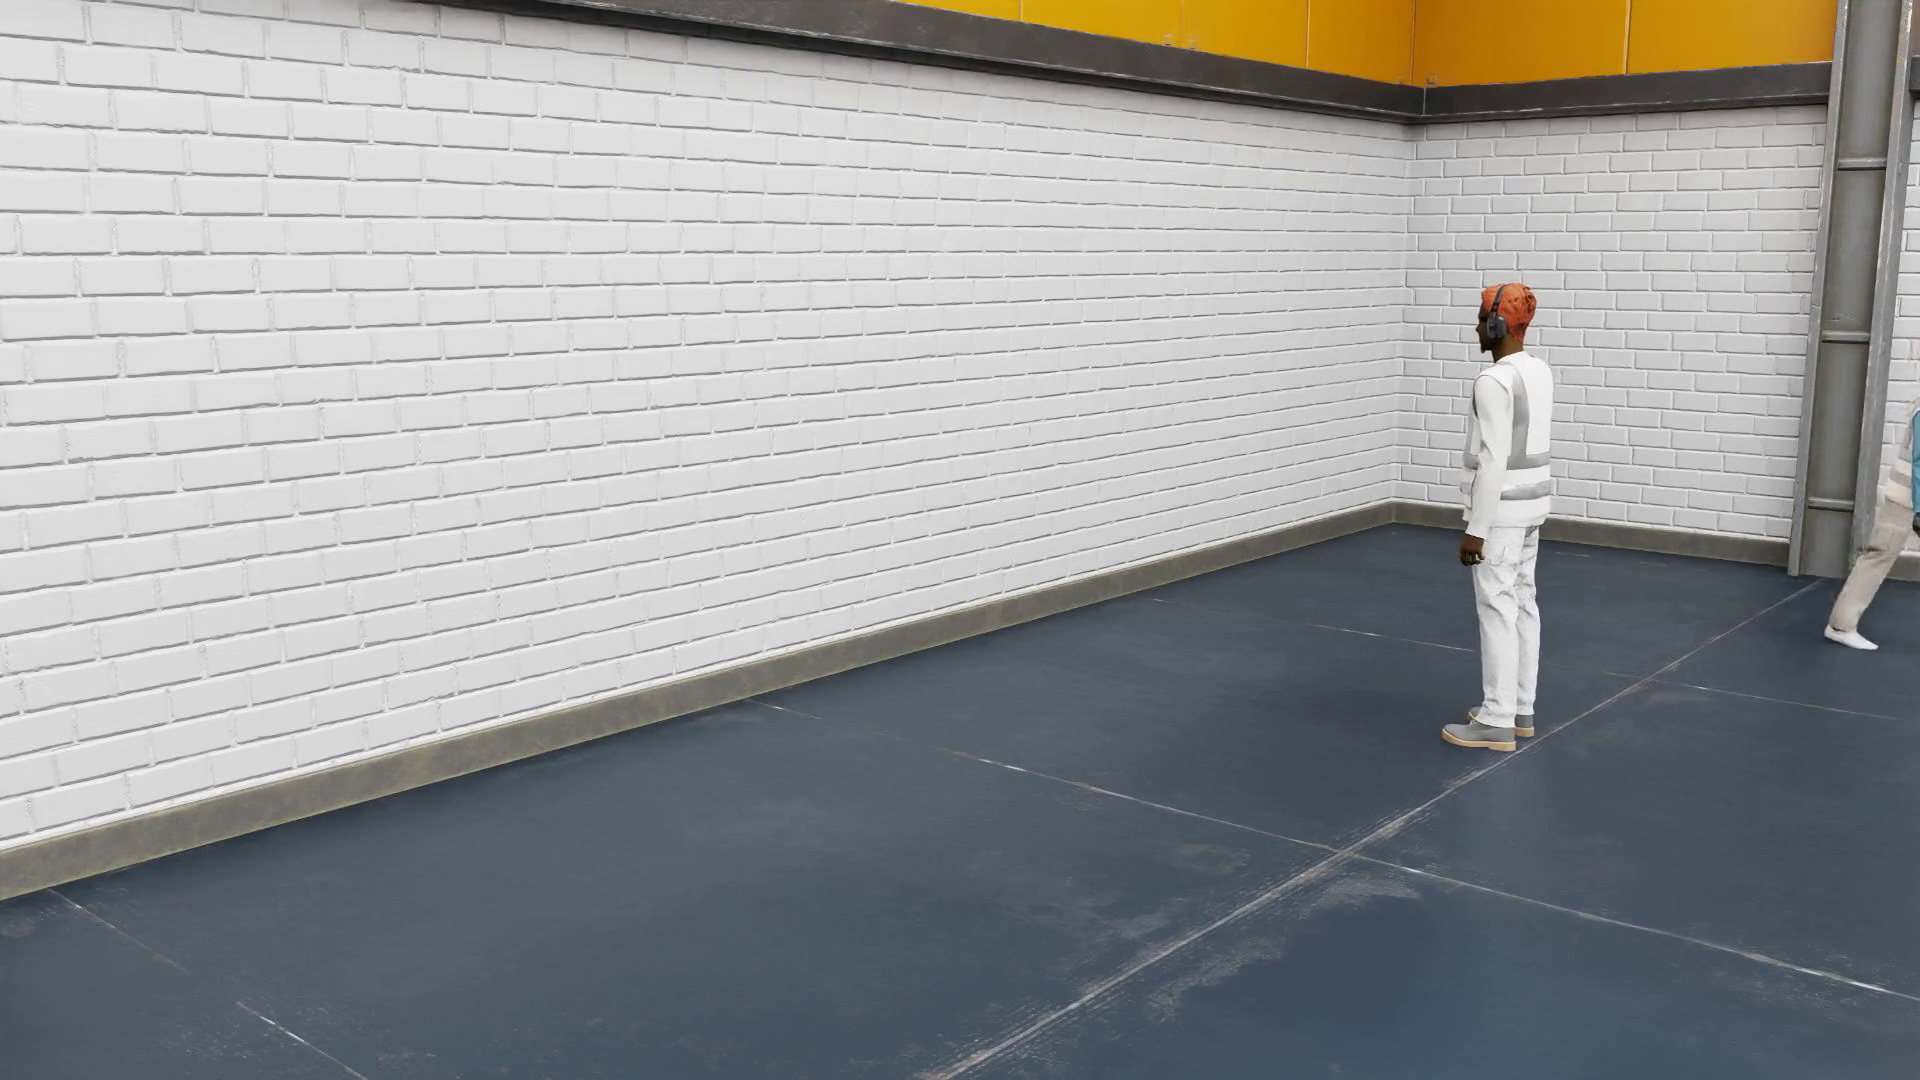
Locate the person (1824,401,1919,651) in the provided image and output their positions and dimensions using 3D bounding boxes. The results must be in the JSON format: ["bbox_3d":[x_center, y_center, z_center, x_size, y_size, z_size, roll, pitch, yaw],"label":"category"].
[{"bbox_3d":[4.743,-0.186,8.140,0.540,1.571,0.886,-8,12,-37],"label":"person"}]

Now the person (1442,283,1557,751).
[{"bbox_3d":[2.197,-0.090,6.740,0.346,1.882,0.578,8,13,39],"label":"person"}]
